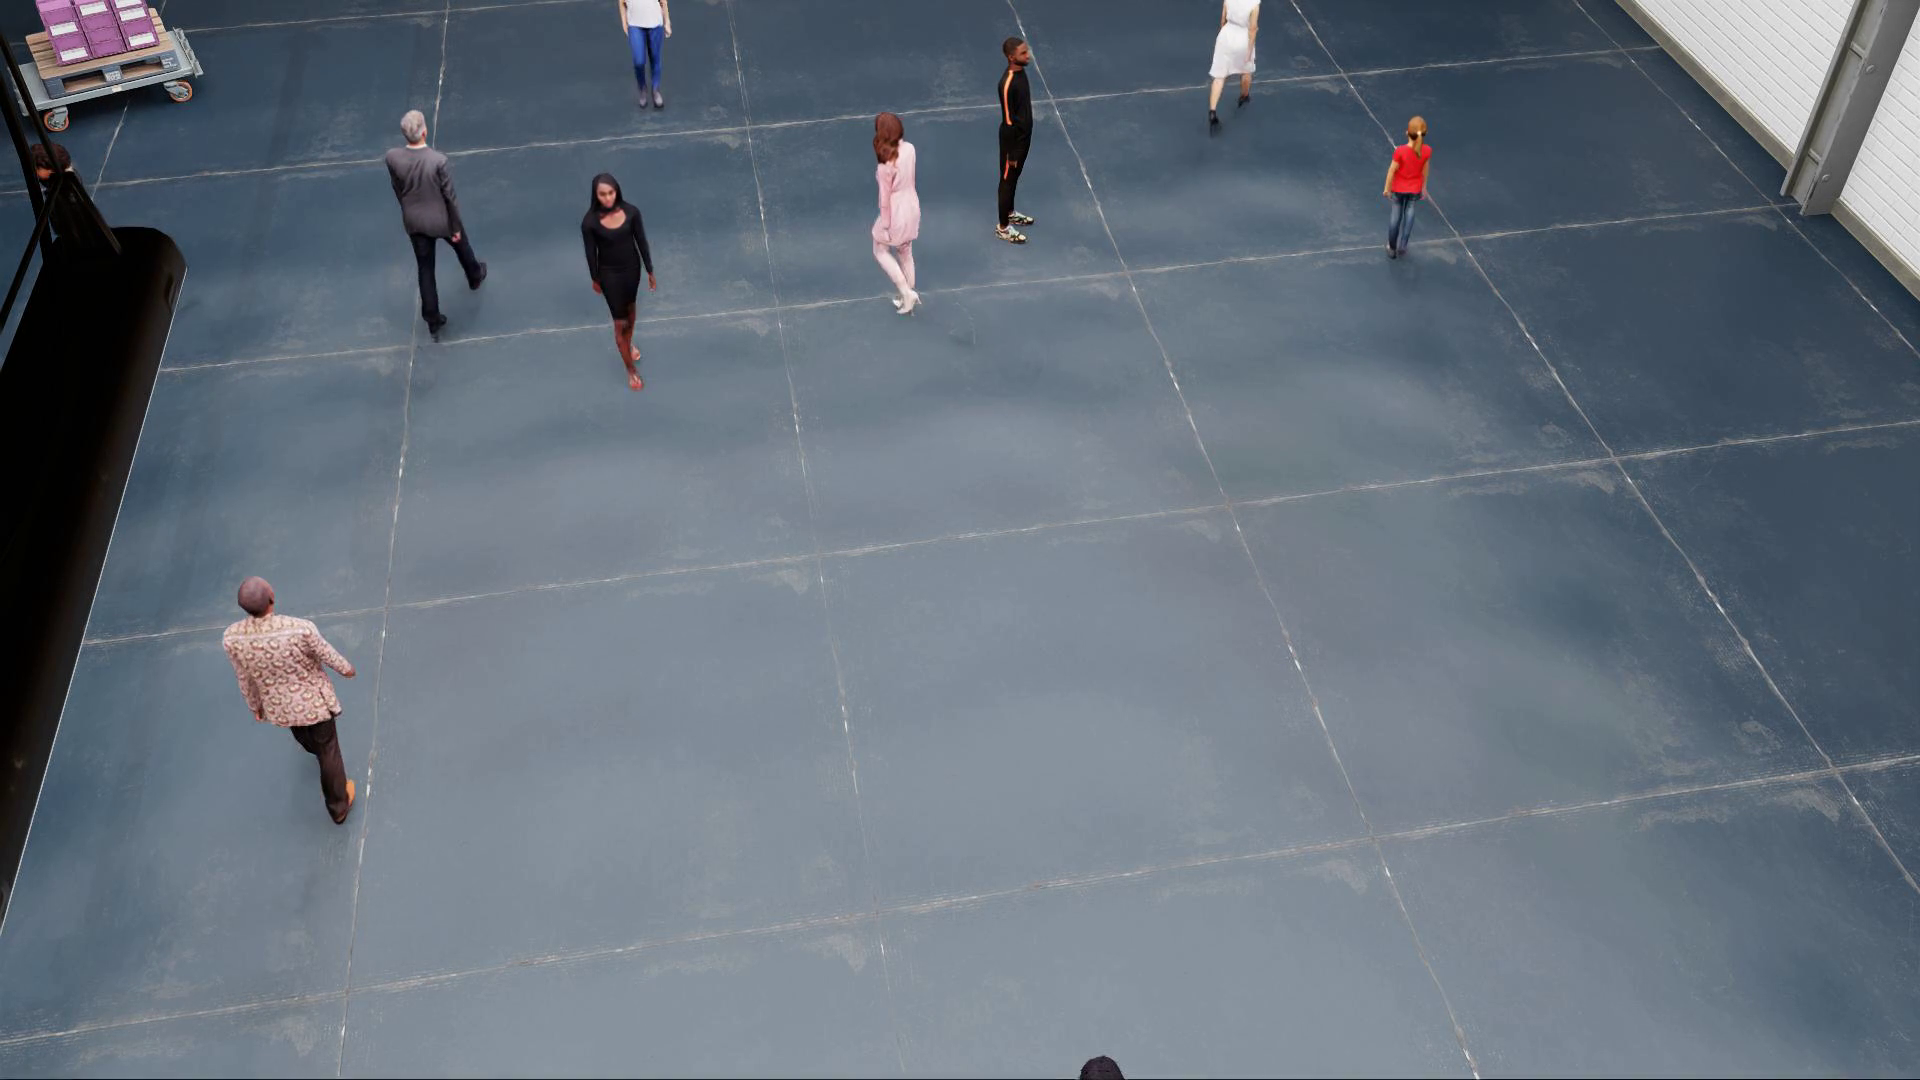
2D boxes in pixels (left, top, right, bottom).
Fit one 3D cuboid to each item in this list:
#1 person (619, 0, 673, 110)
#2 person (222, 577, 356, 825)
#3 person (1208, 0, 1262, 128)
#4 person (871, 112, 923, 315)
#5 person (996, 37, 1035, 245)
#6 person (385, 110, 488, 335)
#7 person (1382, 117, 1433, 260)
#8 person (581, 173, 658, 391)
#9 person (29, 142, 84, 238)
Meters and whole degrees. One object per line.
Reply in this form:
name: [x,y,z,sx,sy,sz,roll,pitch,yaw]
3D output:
person: [-2.985,-4.904,15.750,0.630,1.673,0.607,-12,45,-12]
person: [-3.786,0.960,9.519,0.765,1.776,1.045,-3,44,-3]
person: [2.535,-4.582,15.525,0.936,1.518,1.043,23,48,22]
person: [-0.414,-2.527,13.169,0.834,1.792,0.778,29,51,27]
person: [0.453,-3.405,14.078,0.755,1.808,0.619,11,45,11]
person: [-4.196,-2.476,13.119,0.870,1.787,1.265,1,44,1]
person: [3.747,-2.902,13.916,0.535,1.305,0.565,0,44,0]
person: [-2.633,-2.084,12.771,0.809,1.698,1.008,-23,48,-22]
person: [-6.796,-2.310,12.951,0.798,1.779,0.705,-27,50,-25]
